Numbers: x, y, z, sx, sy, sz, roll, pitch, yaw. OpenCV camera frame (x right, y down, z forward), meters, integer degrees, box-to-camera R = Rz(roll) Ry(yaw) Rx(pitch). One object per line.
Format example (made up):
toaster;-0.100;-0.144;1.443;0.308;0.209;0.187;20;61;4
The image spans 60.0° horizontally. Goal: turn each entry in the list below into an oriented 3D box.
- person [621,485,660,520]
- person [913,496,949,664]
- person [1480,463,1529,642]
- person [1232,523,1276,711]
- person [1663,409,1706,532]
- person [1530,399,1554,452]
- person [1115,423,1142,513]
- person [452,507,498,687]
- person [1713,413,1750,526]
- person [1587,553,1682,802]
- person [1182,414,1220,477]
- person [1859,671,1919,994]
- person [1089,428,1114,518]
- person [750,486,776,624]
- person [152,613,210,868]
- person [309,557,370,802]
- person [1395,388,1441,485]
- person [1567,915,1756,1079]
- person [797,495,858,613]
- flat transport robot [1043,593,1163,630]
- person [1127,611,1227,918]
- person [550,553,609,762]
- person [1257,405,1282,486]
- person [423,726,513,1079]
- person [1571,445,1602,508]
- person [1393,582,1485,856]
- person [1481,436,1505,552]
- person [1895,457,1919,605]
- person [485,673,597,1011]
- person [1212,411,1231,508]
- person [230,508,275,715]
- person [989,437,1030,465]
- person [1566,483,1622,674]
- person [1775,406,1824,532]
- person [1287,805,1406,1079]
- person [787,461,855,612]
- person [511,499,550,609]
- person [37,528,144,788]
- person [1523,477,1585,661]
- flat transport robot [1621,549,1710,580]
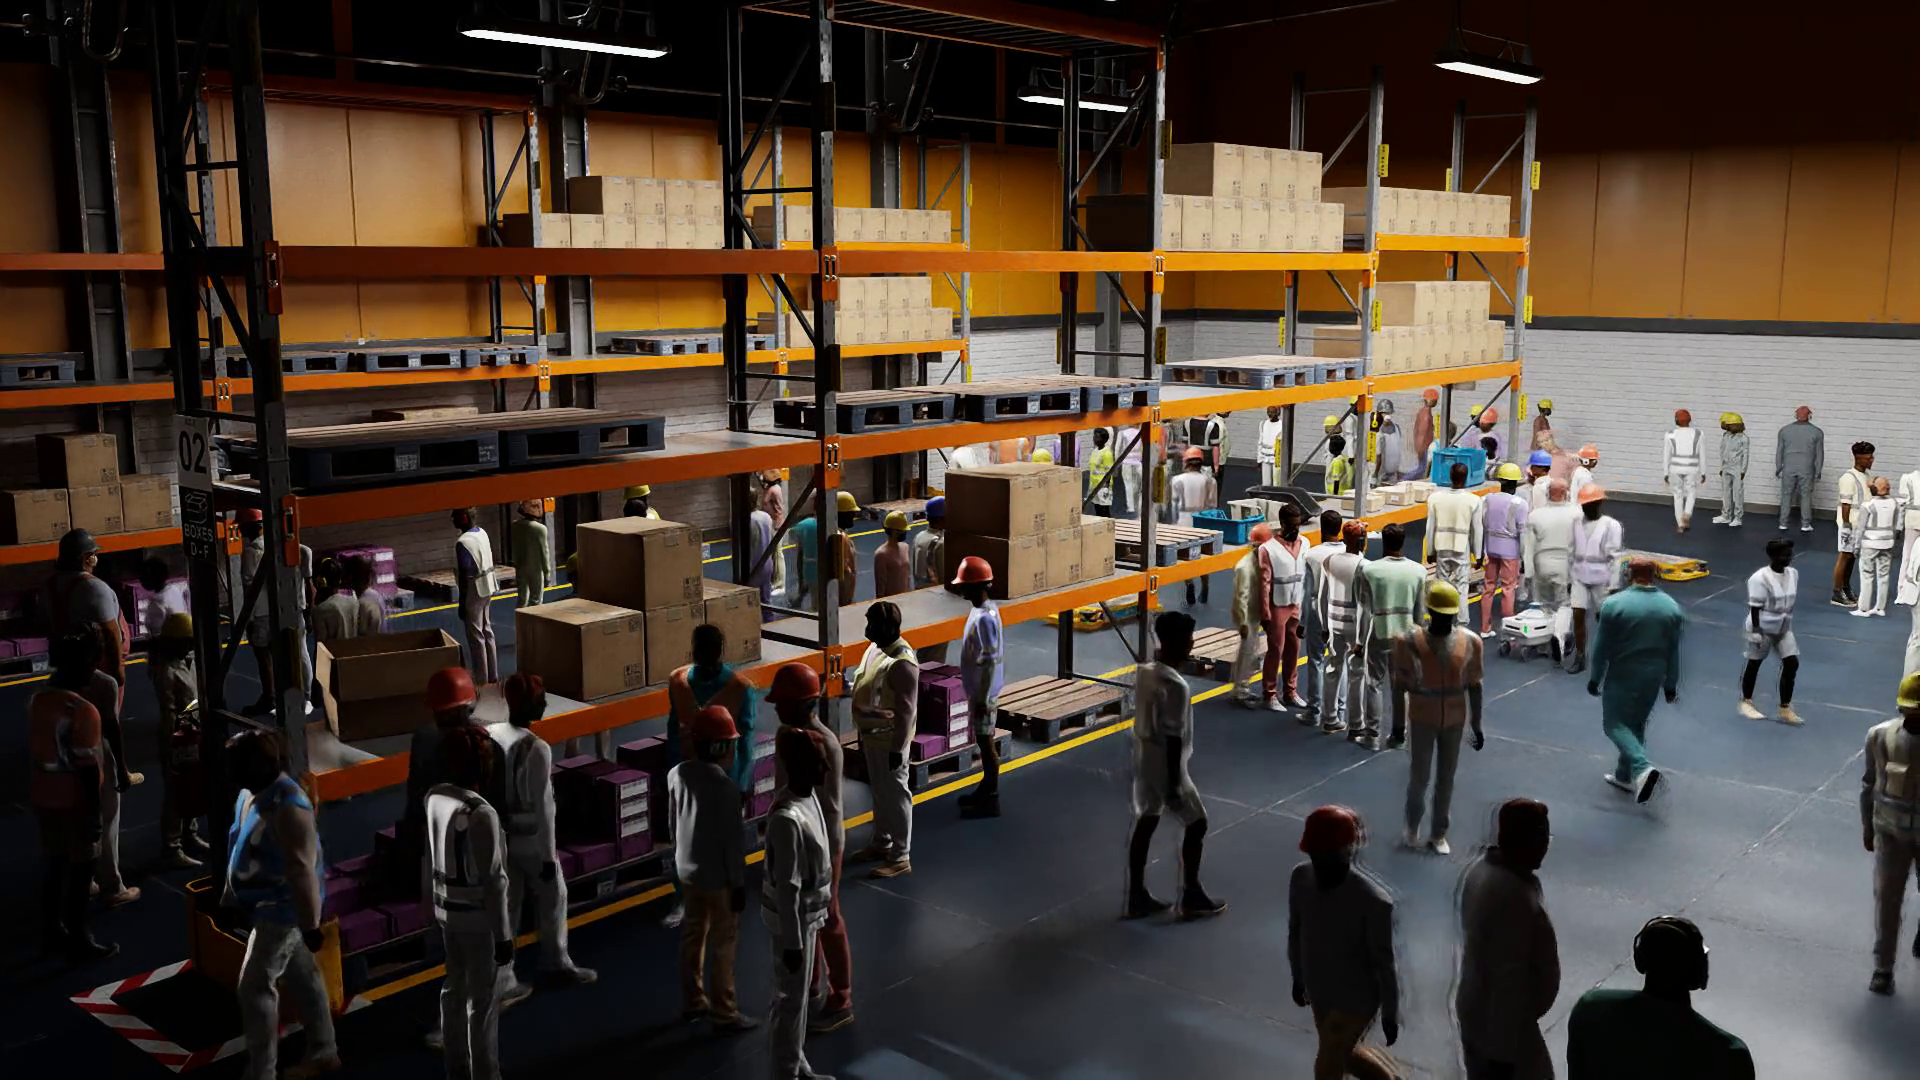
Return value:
person;-3.169;0.330;16.724;0.423;1.909;0.584;-2;10;-10
person;-0.213;0.561;15.208;0.397;1.946;0.617;-5;11;-27
person;5.825;0.133;17.832;0.379;1.924;0.594;-8;13;-41
person;2.681;0.686;15.136;0.491;1.721;0.567;7;12;34
person;10.853;-1.026;24.932;0.617;1.866;0.480;4;10;24
person;9.861;-1.519;28.203;0.343;1.761;0.526;7;12;37
person;2.787;-1.246;27.063;0.516;1.593;0.850;-1;10;-6
person;-4.575;0.537;15.707;0.393;1.836;0.561;0;10;3
person;11.927;-1.088;25.673;0.322;1.741;0.489;-3;10;-19
person;5.127;1.042;12.549;0.642;1.877;0.728;-2;10;-13
person;3.693;-1.192;25.446;0.612;2.030;0.403;6;11;30
person;5.410;1.607;9.403;0.597;1.806;0.803;7;12;35
person;2.022;-0.775;23.939;0.316;1.696;0.541;-4;10;-20
person;-2.051;0.356;16.815;0.363;1.832;0.588;5;11;28
person;-5.226;1.339;11.211;0.330;1.735;0.489;-1;10;-4
person;-4.707;1.050;12.553;0.332;1.864;0.505;3;10;17
person;7.726;-1.573;27.899;0.782;1.968;0.623;1;10;9
person;2.327;2.181;5.570;0.372;1.940;0.630;-8;13;-41
person;-1.337;0.416;16.418;0.580;1.834;0.425;5;11;29
flat transport robot;1.642;0.772;18.946;0.652;0.197;1.431;8;12;40
person;1.375;1.387;10.278;0.759;1.939;0.644;-3;10;-17
person;-3.026;0.977;13.296;0.528;1.765;0.334;-6;11;-33
person;4.937;-1.245;26.208;0.356;1.880;0.577;-9;13;-42
person;-2.327;1.808;7.960;0.587;1.882;0.342;9;13;43
person;7.945;-0.339;21.163;0.335;1.749;0.576;2;10;14
person;3.273;1.225;11.376;0.596;1.911;0.428;0;10;2
person;7.305;-0.593;22.887;0.331;1.674;0.611;-4;10;-21
person;11.385;-0.171;19.646;0.587;1.927;0.368;5;11;27
person;-2.374;1.623;9.116;0.635;1.856;0.626;7;12;35
person;4.026;-1.227;25.784;0.408;1.986;0.616;0;10;1
person;-6.312;0.612;14.974;0.386;1.929;0.543;1;10;3
person;0.706;-0.882;23.887;0.586;1.928;0.365;0;10;3
person;6.336;0.361;16.574;0.560;1.906;0.800;9;13;44
person;12.679;-1.078;25.131;0.652;1.904;0.402;6;11;32
person;1.767;1.995;7.467;0.806;1.685;0.584;-6;11;-31
person;-1.531;-0.020;19.090;0.866;1.820;0.560;0;10;0
person;-4.519;0.332;17.553;0.504;1.622;0.293;6;11;30
person;-6.693;0.910;12.852;0.684;2.000;0.538;3;10;20
person;6.057;0.307;16.920;0.641;1.880;0.728;4;10;24
flat transport robot;8.959;0.305;21.738;0.652;0.197;1.431;-7;12;-37
